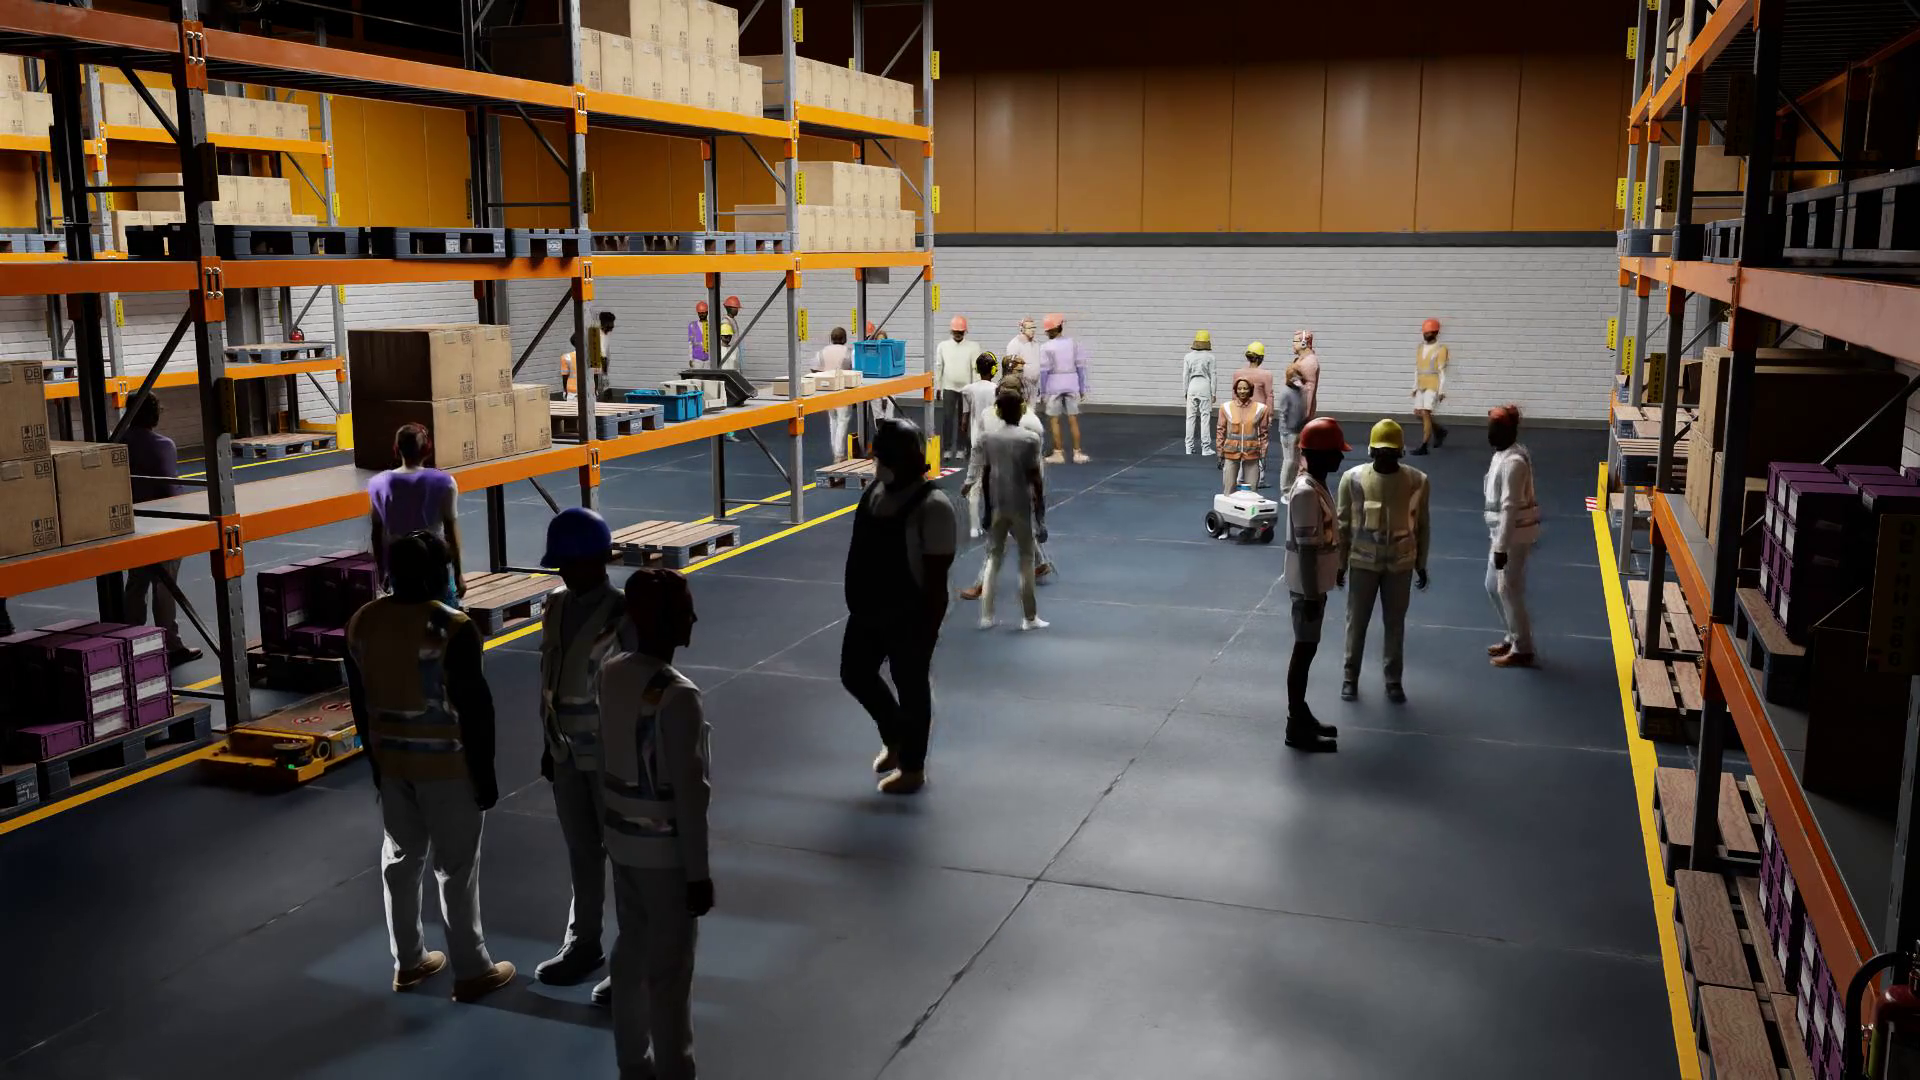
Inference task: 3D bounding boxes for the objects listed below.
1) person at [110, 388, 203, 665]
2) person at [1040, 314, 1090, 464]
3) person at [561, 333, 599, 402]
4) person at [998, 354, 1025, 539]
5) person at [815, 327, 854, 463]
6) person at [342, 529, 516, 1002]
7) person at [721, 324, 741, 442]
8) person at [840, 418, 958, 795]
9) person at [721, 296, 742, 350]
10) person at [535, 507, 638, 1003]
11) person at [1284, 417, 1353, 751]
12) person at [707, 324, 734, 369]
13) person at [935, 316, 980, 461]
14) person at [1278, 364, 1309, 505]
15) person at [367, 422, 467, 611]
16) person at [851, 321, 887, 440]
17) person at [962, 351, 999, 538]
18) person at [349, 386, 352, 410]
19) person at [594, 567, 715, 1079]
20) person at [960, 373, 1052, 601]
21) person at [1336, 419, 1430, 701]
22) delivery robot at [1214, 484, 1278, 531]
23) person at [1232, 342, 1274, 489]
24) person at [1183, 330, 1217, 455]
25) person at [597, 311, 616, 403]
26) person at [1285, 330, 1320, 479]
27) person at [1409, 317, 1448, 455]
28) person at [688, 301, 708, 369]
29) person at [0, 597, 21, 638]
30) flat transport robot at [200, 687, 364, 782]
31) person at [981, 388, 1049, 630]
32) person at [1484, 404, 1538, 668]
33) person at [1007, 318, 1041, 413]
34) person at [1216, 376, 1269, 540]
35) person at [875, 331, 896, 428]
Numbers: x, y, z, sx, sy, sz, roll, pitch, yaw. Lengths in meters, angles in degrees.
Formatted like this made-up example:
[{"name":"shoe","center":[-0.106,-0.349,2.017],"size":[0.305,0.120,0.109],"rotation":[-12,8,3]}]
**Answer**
[{"name":"person","center":[-5.654,-0.090,11.617],"size":[0.638,1.937,0.357],"rotation":[4,11,21]},{"name":"person","center":[1.406,-2.013,22.299],"size":[0.776,2.005,0.442],"rotation":[-4,11,-23]},{"name":"person","center":[-5.412,-2.122,23.727],"size":[0.537,1.698,0.321],"rotation":[-3,11,-18]},{"name":"person","center":[0.493,-0.941,16.690],"size":[0.346,1.840,0.505],"rotation":[2,10,9]},{"name":"person","center":[-1.574,-1.976,22.576],"size":[0.638,1.813,0.766],"rotation":[4,11,21]},{"name":"person","center":[-2.048,0.873,6.466],"size":[0.620,1.845,0.429],"rotation":[4,11,22]},{"name":"person","center":[-3.455,-2.308,24.587],"size":[0.526,1.769,0.328],"rotation":[-9,14,-42]},{"name":"person","center":[-0.348,0.350,8.850],"size":[0.537,2.000,0.696],"rotation":[-10,14,-43]},{"name":"person","center":[-3.952,-3.211,28.900],"size":[0.386,2.039,0.615],"rotation":[1,10,4]},{"name":"person","center":[-1.426,0.822,6.477],"size":[0.604,1.940,0.401],"rotation":[8,13,37]},{"name":"person","center":[2.076,0.248,9.712],"size":[0.361,1.938,0.545],"rotation":[3,10,15]},{"name":"person","center":[-4.041,-2.905,28.416],"size":[0.606,1.610,0.319],"rotation":[-8,13,-37]},{"name":"person","center":[-0.033,-2.040,22.521],"size":[0.623,1.958,0.864],"rotation":[0,10,1]},{"name":"person","center":[3.818,-1.200,18.830],"size":[0.351,1.594,0.686],"rotation":[10,14,43]},{"name":"person","center":[-3.351,0.174,10.438],"size":[0.604,1.824,0.641],"rotation":[1,10,4]},{"name":"person","center":[-1.203,-1.928,21.999],"size":[0.539,1.929,0.382],"rotation":[3,11,19]},{"name":"person","center":[0.273,-0.943,16.610],"size":[0.507,1.872,0.329],"rotation":[4,11,22]},{"name":"person","center":[-6.712,-1.275,19.101],"size":[0.539,1.652,0.872],"rotation":[1,10,6]},{"name":"person","center":[-0.995,1.021,5.518],"size":[0.360,1.882,0.575],"rotation":[-8,13,-39]},{"name":"person","center":[0.443,-0.471,13.932],"size":[1.044,1.887,0.650],"rotation":[-8,13,-38]},{"name":"person","center":[2.701,0.132,10.662],"size":[0.600,1.829,0.404],"rotation":[1,10,6]},{"name":"delivery robot","center":[2.837,-0.312,16.499],"size":[0.477,0.478,0.707],"rotation":[-5,11,-26]},{"name":"person","center":[3.537,-1.500,20.048],"size":[0.535,1.766,0.318],"rotation":[7,12,34]},{"name":"person","center":[3.365,-2.060,23.258],"size":[0.492,1.742,0.320],"rotation":[6,12,31]},{"name":"person","center":[-5.834,-2.681,26.377],"size":[1.014,1.898,0.621],"rotation":[-3,11,-18]},{"name":"person","center":[4.105,-1.571,20.045],"size":[0.409,1.907,0.651],"rotation":[1,10,8]},{"name":"person","center":[6.585,-2.144,23.222],"size":[0.629,1.925,0.558],"rotation":[-5,11,-24]},{"name":"person","center":[-4.502,-3.218,29.228],"size":[0.542,1.939,0.366],"rotation":[-1,10,-4]},{"name":"person","center":[-7.063,-0.117,11.849],"size":[0.575,1.908,0.729],"rotation":[8,13,37]},{"name":"flat transport robot","center":[-3.652,1.083,9.705],"size":[0.652,0.197,1.431],"rotation":[3,11,18]},{"name":"person","center":[0.398,-0.209,12.621],"size":[0.597,1.857,0.454],"rotation":[5,11,27]},{"name":"person","center":[3.796,-0.019,11.455],"size":[0.463,1.848,0.603],"rotation":[2,10,9]},{"name":"person","center":[0.940,-2.178,23.467],"size":[0.403,1.906,0.652],"rotation":[8,13,37]},{"name":"person","center":[2.800,-0.813,16.530],"size":[0.515,1.641,0.309],"rotation":[2,10,10]},{"name":"person","center":[-1.182,-2.378,25.376],"size":[0.546,1.612,0.625],"rotation":[-2,10,-11]}]
